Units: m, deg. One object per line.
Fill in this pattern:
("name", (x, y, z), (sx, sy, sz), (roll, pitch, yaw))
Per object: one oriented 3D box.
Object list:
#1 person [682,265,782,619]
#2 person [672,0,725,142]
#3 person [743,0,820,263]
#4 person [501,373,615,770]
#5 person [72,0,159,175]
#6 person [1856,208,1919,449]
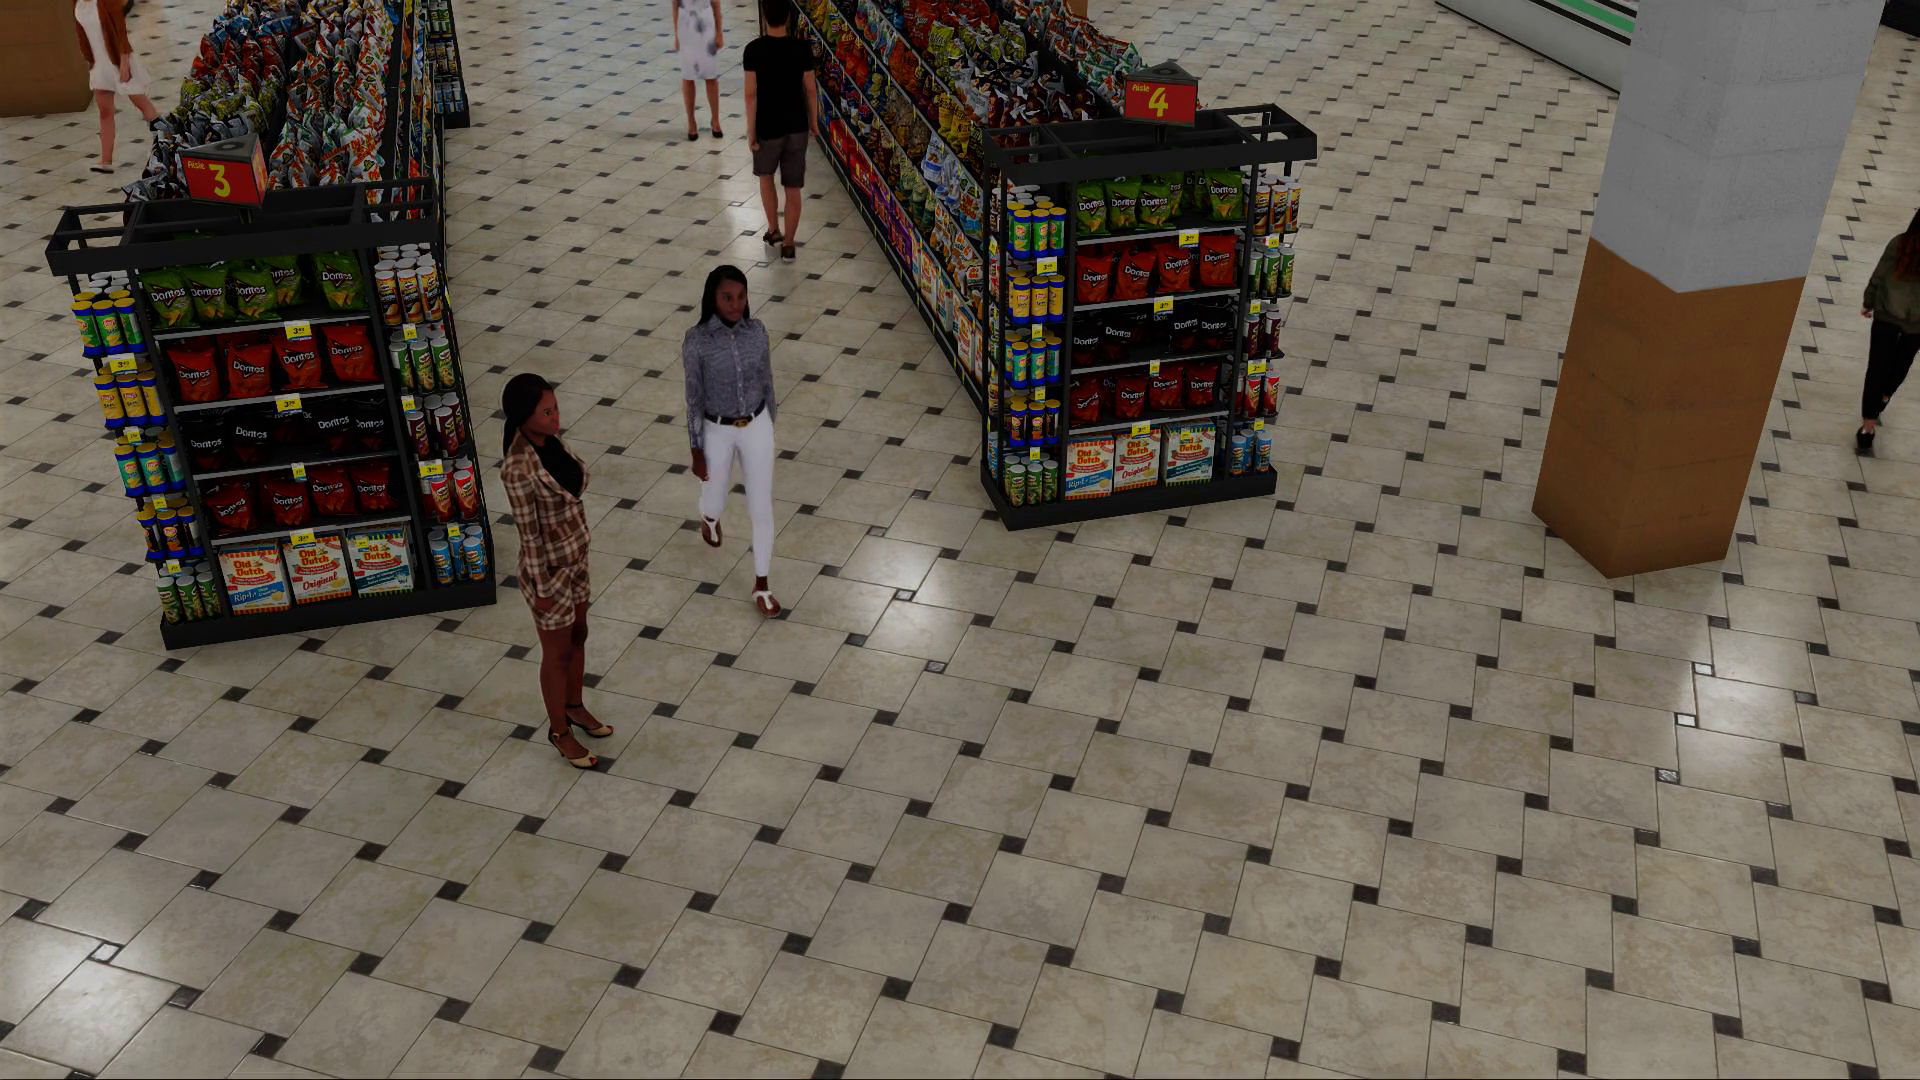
("person", (-1.098, -0.499, 7.872), (0.653, 1.706, 1.023), (-12, 34, -19))
("person", (-2.199, -4.215, 13.803), (0.568, 1.749, 0.516), (-7, 33, -11))
("person", (-1.224, -2.799, 11.436), (0.686, 1.845, 0.724), (-6, 32, -10))
("person", (-1.648, 0.134, 6.771), (0.731, 1.794, 0.624), (6, 32, 9))
("person", (-6.658, -3.798, 13.208), (0.907, 1.670, 1.178), (4, 32, 7))
("person", (5.234, -1.190, 9.239), (0.967, 1.435, 1.057), (14, 35, 22))
